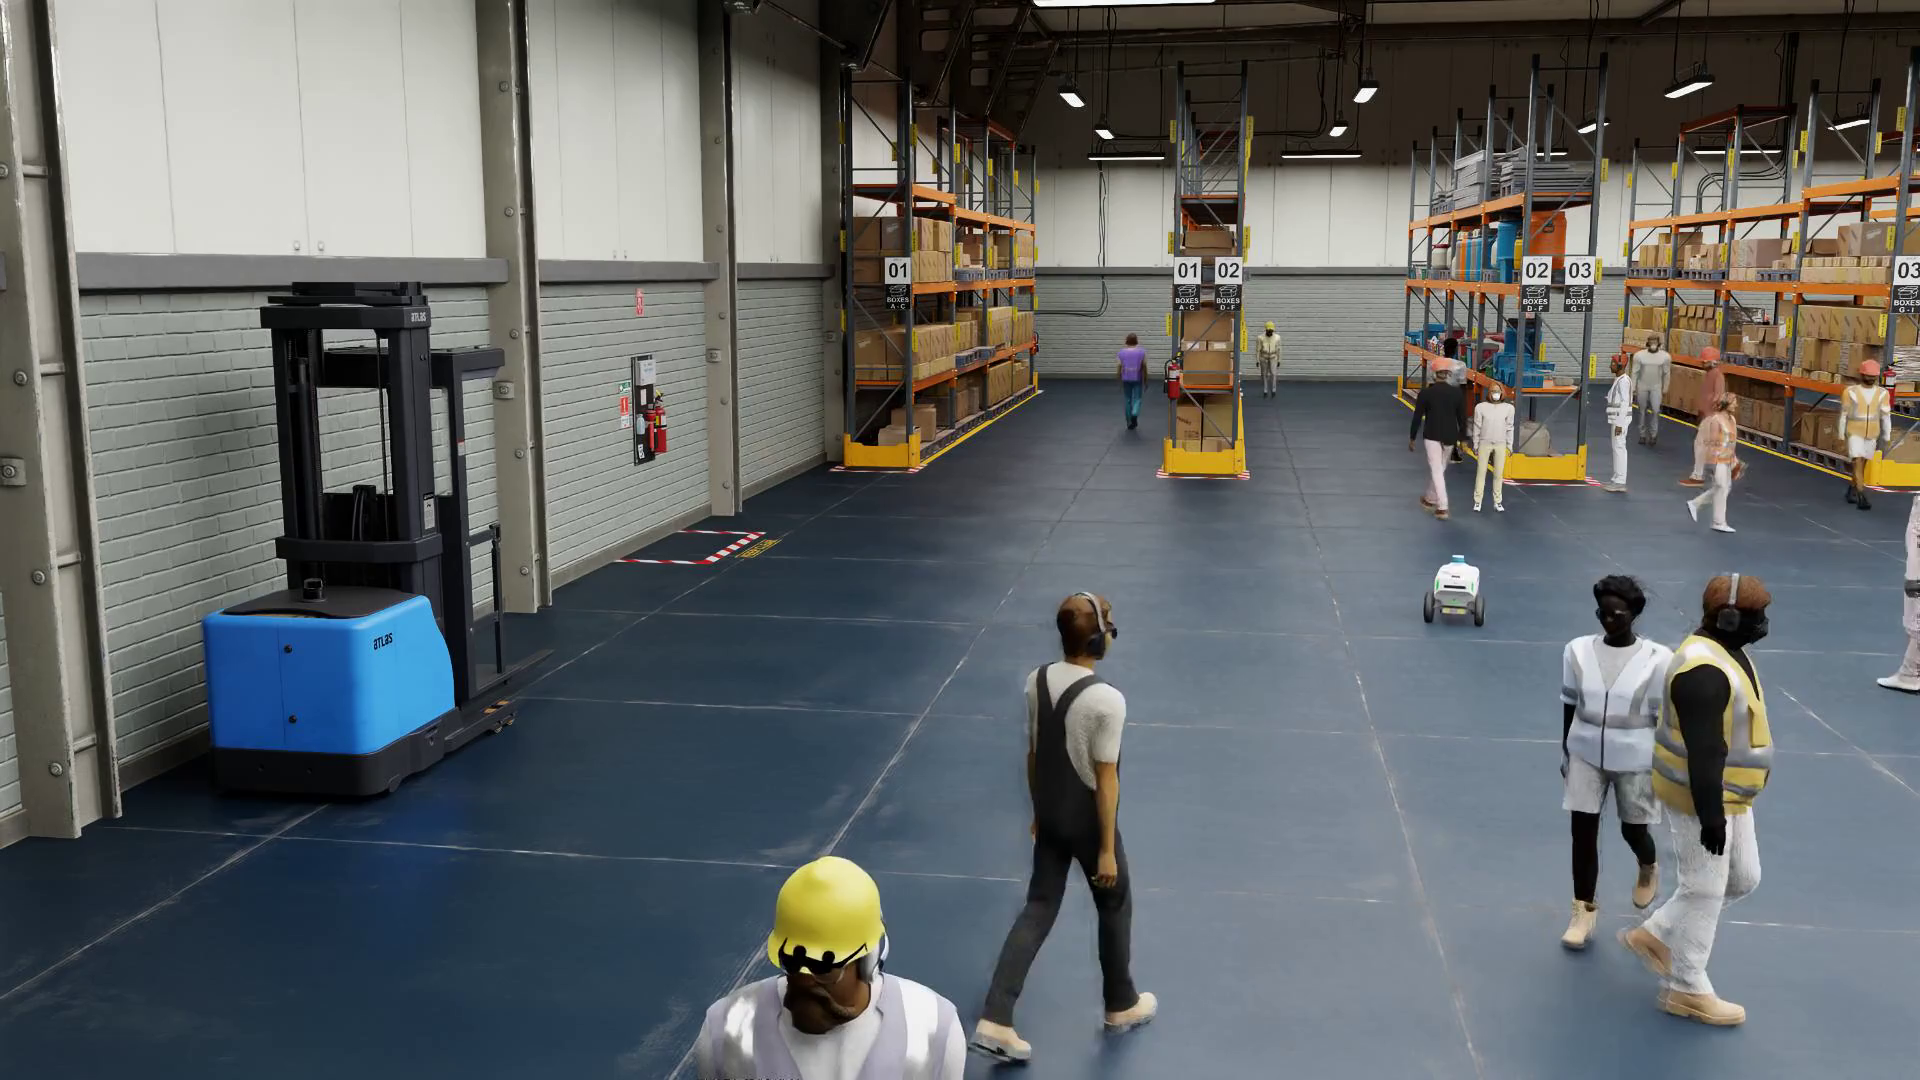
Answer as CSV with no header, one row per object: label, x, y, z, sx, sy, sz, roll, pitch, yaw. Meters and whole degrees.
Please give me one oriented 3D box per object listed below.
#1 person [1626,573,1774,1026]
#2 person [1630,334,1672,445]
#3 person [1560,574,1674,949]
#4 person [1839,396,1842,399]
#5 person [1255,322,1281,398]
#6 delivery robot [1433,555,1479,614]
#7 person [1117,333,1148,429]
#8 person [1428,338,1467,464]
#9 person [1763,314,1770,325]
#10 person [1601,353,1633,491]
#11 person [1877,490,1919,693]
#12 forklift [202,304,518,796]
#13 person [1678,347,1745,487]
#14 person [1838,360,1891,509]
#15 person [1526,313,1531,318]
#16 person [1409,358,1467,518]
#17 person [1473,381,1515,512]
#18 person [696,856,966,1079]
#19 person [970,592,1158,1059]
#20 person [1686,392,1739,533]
person,3.011,1.031,6.681,0.434,1.828,0.625,7,11,35
person,11.936,-2.593,28.795,0.649,1.901,0.947,4,10,22
person,2.983,0.965,7.536,0.536,1.670,0.719,7,12,39
person,20.711,-4.157,38.673,0.677,1.820,0.652,1,9,8
person,7.303,-4.263,39.392,0.615,1.791,0.861,1,9,7
delivery robot,4.321,0.377,14.455,0.477,0.478,0.707,3,10,20
person,3.279,-3.026,31.664,0.593,1.833,0.527,2,9,10
person,7.649,-2.190,26.098,0.602,1.967,0.370,6,11,34
person,17.760,-3.976,36.879,0.609,2.044,0.395,0,9,2
person,9.038,-1.618,22.825,0.337,1.882,0.584,3,10,16
person,6.848,0.197,11.632,0.664,1.886,0.781,-5,11,-29
forklift,-3.673,-0.038,10.147,1.129,2.768,1.873,1,9,9
person,10.555,-1.716,23.201,0.812,1.963,0.618,2,9,11
person,11.579,-1.369,21.307,0.566,1.886,1.023,2,9,11
person,13.671,-4.495,40.265,0.616,1.987,0.406,-5,10,-26
person,5.871,-1.267,20.487,0.643,1.937,1.023,-1,9,-8
person,6.684,-1.174,20.859,0.498,1.634,0.281,1,9,8
person,-0.271,1.538,3.525,0.597,1.828,0.403,-1,9,-5
person,0.408,1.089,6.376,0.924,1.810,0.523,-8,12,-42
person,8.767,-0.915,19.322,0.512,1.624,0.551,-9,13,-43
